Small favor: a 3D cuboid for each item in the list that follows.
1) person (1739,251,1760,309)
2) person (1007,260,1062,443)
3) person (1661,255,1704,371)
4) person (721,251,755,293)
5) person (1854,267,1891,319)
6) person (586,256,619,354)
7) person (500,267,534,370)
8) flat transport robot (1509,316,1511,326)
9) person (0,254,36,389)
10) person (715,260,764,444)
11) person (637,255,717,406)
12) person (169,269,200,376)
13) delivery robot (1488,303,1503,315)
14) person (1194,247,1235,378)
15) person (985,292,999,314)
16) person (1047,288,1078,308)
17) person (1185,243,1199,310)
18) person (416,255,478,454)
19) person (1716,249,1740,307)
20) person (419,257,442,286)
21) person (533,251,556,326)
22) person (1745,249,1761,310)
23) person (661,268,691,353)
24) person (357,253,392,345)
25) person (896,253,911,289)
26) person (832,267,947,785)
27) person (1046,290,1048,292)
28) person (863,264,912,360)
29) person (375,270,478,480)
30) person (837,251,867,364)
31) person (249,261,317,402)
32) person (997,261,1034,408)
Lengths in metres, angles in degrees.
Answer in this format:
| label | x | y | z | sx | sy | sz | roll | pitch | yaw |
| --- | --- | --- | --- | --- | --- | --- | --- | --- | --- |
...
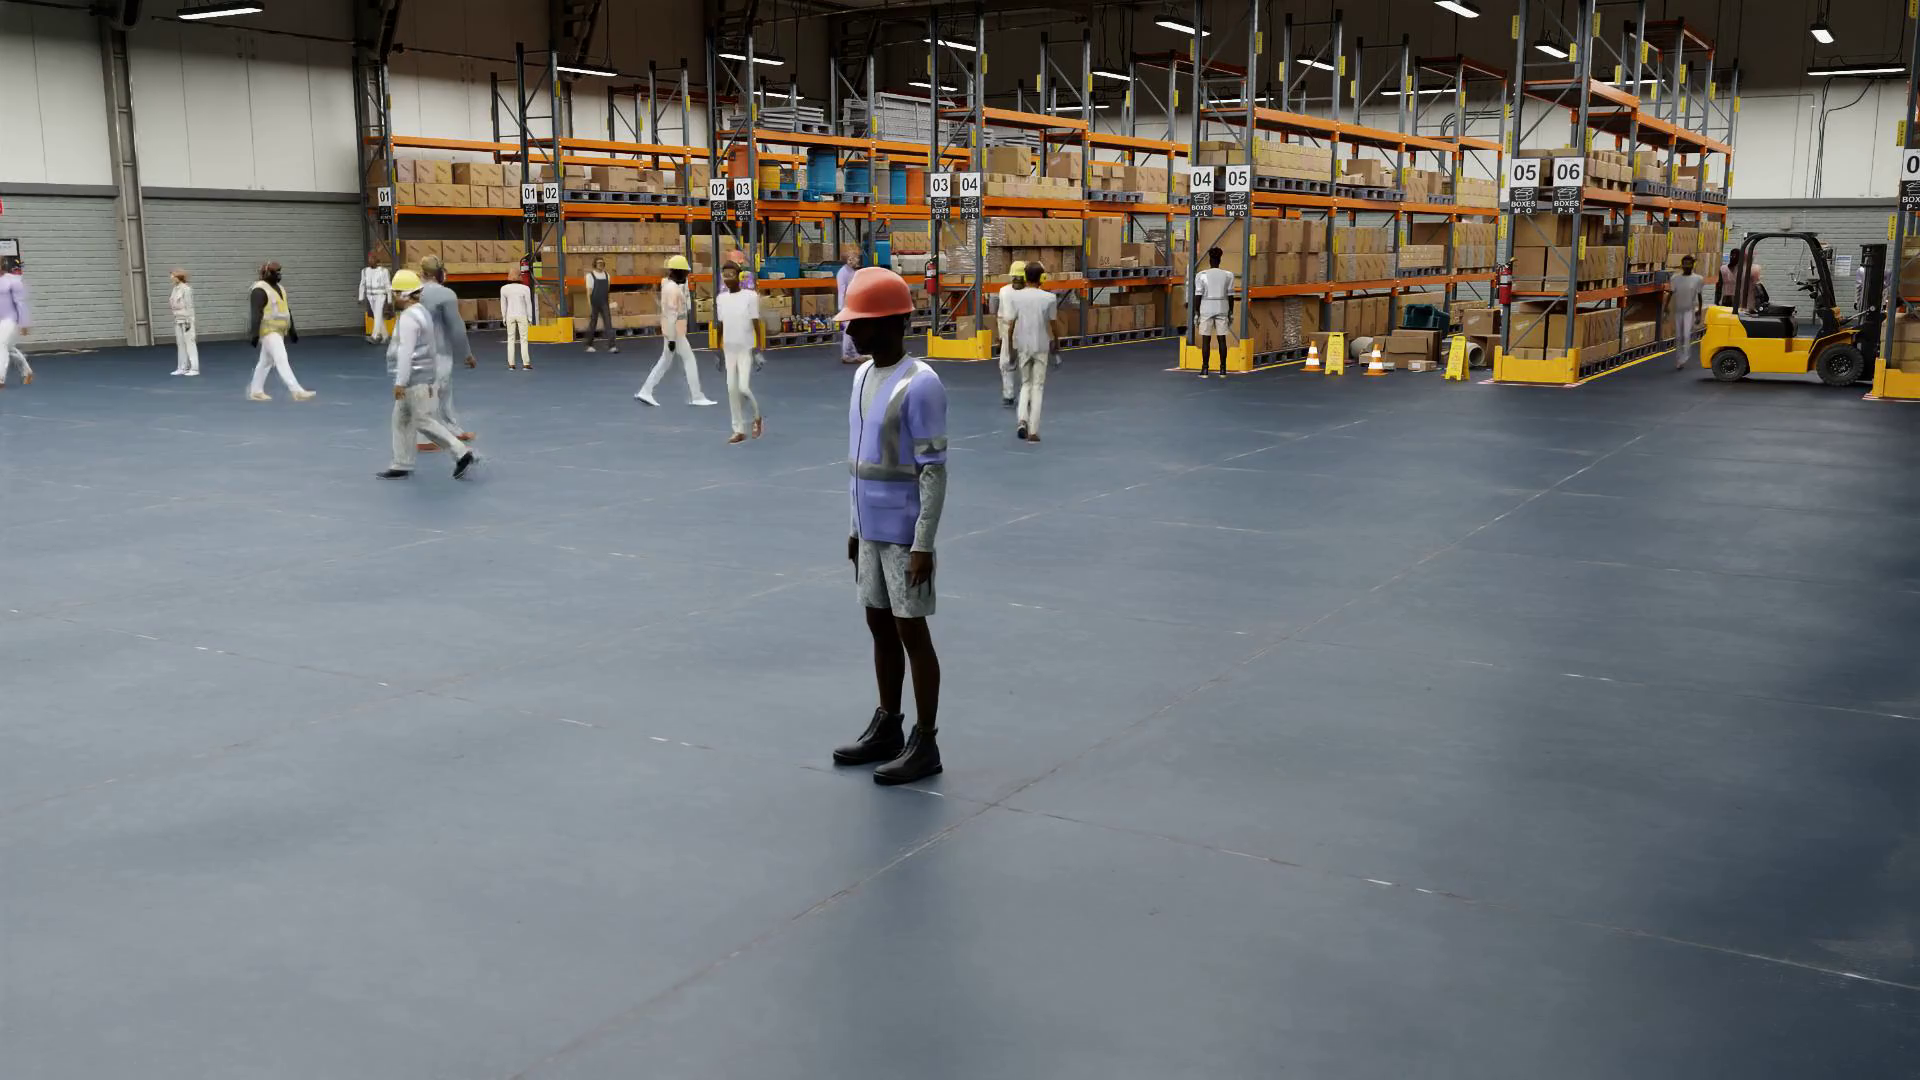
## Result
| label | x | y | z | sx | sy | sz | roll | pitch | yaw |
| --- | --- | --- | --- | --- | --- | --- | --- | --- | --- |
| person | 15.419 | -4.754 | 32.800 | 0.966 | 1.865 | 0.652 | -6 | 12 | -32 |
| person | 0.769 | -1.905 | 16.886 | 0.524 | 1.848 | 0.408 | 3 | 11 | 19 |
| person | 11.442 | -3.586 | 26.391 | 0.541 | 1.826 | 0.941 | 8 | 13 | 37 |
| person | -3.750 | -3.970 | 28.346 | 0.565 | 1.885 | 0.997 | -5 | 11 | -27 |
| person | 17.285 | -4.553 | 31.538 | 0.585 | 1.921 | 0.392 | 6 | 12 | 31 |
| person | -6.668 | -4.345 | 30.725 | 0.525 | 1.799 | 0.943 | -8 | 13 | -37 |
| person | -7.096 | -3.543 | 26.665 | 0.505 | 1.636 | 0.279 | 1 | 10 | 4 |
| flat transport robot | 13.644 | -5.354 | 40.635 | 0.652 | 0.197 | 1.431 | 1 | 10 | 7 |
| person | -13.379 | -3.070 | 23.340 | 0.626 | 1.899 | 1.022 | 2 | 10 | 13 |
| person | -2.237 | -1.897 | 16.828 | 0.560 | 1.856 | 0.429 | 5 | 11 | 25 |
| person | -3.578 | -2.594 | 20.683 | 0.966 | 1.886 | 0.603 | -3 | 10 | -15 |
| person | -11.920 | -3.318 | 25.462 | 0.534 | 1.630 | 0.411 | 9 | 14 | 42 |
| delivery robot | 12.879 | -5.512 | 40.460 | 0.707 | 0.478 | 0.477 | -1 | 10 | -8 |
| person | 3.827 | -3.424 | 25.075 | 0.613 | 1.963 | 0.361 | -1 | 10 | -3 |
| person | 0.791 | -4.791 | 32.844 | 0.624 | 1.934 | 0.364 | 1 | 10 | 3 |
| person | 2.134 | -5.334 | 35.697 | 0.885 | 2.008 | 0.438 | 1 | 10 | 3 |
| person | 4.371 | -4.386 | 30.286 | 0.606 | 2.035 | 0.405 | 7 | 12 | 34 |
| person | -5.006 | -1.808 | 16.211 | 0.641 | 1.900 | 0.934 | 7 | 12 | 35 |
| person | 15.290 | -4.796 | 32.902 | 0.597 | 1.915 | 0.370 | 7 | 12 | 35 |
| person | -10.481 | -4.723 | 32.928 | 0.542 | 1.757 | 0.404 | 4 | 11 | 23 |
| person | -9.385 | -5.558 | 37.384 | 0.633 | 1.841 | 0.429 | 1 | 10 | 7 |
| person | 17.293 | -5.437 | 36.557 | 0.545 | 1.907 | 0.908 | 6 | 12 | 31 |
| person | -5.313 | -4.377 | 31.088 | 0.532 | 1.725 | 0.883 | -5 | 11 | -27 |
| person | -11.680 | -4.806 | 33.203 | 0.585 | 1.832 | 0.976 | 3 | 11 | 17 |
| person | -1.451 | -6.155 | 40.752 | 0.658 | 1.827 | 0.479 | 9 | 13 | 41 |
| person | -0.277 | -0.048 | 6.252 | 0.373 | 1.933 | 0.550 | -6 | 12 | -32 |
| person | 1.819 | -5.760 | 38.248 | 0.622 | 1.947 | 1.018 | 5 | 11 | 26 |
| person | -1.292 | -3.934 | 28.790 | 0.884 | 1.645 | 0.538 | 4 | 11 | 20 |
| person | -4.569 | -1.387 | 14.136 | 0.832 | 1.808 | 0.586 | -2 | 10 | -10 |
| person | -1.799 | -3.925 | 28.078 | 0.429 | 1.897 | 0.684 | 5 | 11 | 25 |
| person | -8.732 | -2.648 | 21.227 | 0.966 | 1.793 | 0.668 | 1 | 10 | 3 |
| person | 0.706 | -2.490 | 20.267 | 0.628 | 1.805 | 0.608 | 5 | 11 | 24 |
